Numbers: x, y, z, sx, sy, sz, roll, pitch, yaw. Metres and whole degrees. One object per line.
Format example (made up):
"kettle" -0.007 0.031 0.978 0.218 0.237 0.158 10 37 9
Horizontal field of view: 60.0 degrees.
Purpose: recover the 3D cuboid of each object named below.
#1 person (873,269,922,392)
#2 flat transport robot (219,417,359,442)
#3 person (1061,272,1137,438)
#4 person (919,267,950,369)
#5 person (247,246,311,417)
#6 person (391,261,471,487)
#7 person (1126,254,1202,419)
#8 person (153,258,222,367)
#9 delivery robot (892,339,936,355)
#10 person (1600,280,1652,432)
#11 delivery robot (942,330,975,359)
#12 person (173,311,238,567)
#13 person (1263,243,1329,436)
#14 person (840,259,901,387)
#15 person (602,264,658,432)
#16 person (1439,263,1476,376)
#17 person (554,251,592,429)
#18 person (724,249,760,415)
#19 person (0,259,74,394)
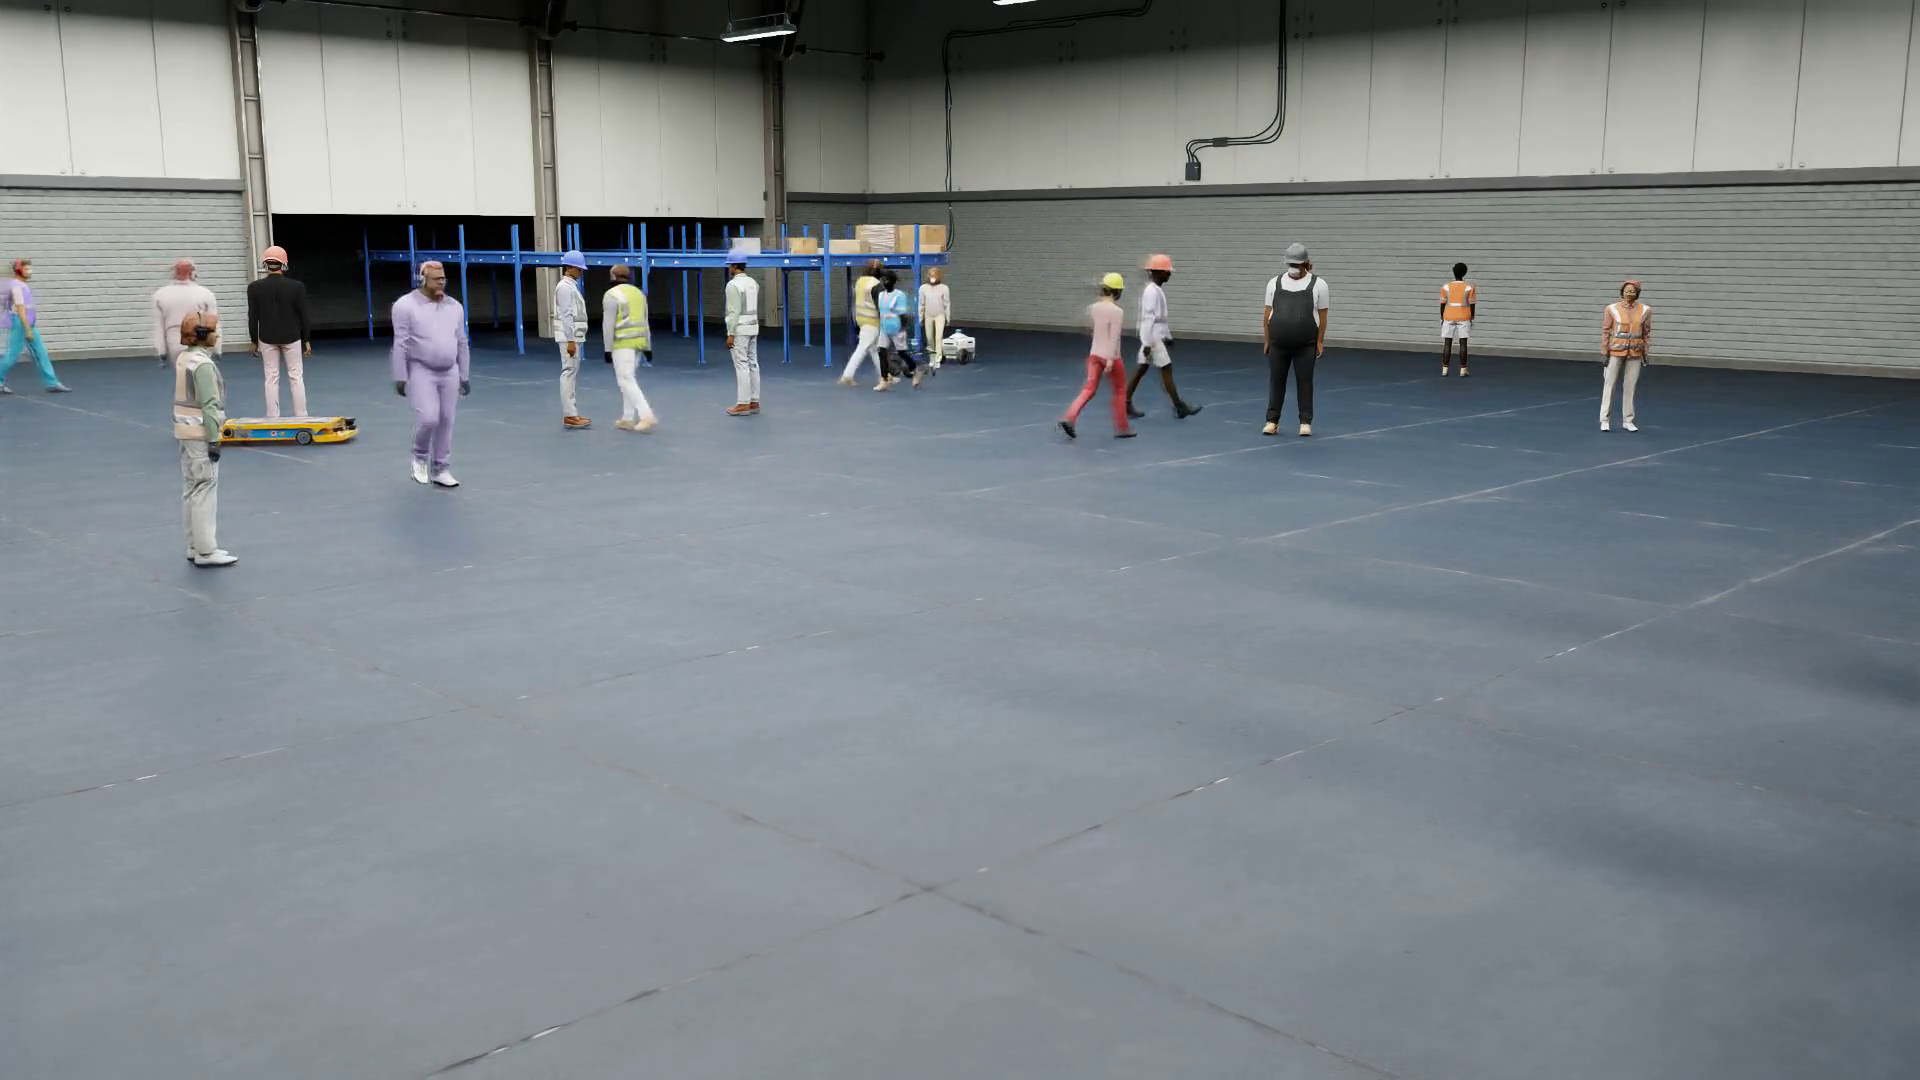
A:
"person" -0.867 -2.893 22.843 0.529 1.671 0.783 10 14 42
"flat transport robot" -7.038 -1.142 17.199 1.431 0.197 0.652 -1 10 -7
"person" 1.468 -1.919 17.329 0.849 1.733 0.518 -8 13 -36
"person" -0.398 -3.574 26.728 0.511 1.613 0.693 2 11 10
"person" -7.318 -2.159 17.925 0.619 1.992 0.396 -3 11 -14
"person" -4.395 -1.384 13.947 0.432 1.894 0.654 9 14 41
"person" 2.296 -2.342 19.226 0.986 1.886 0.561 1 10 6
"person" -8.150 -2.024 17.558 0.660 1.881 0.846 0 10 -2
"delivery robot" -0.690 -2.932 25.224 0.698 0.223 0.335 -8 13 -37
"person" 7.194 -1.991 17.987 0.514 1.636 0.315 1 10 3
"delivery robot" -0.030 -3.266 27.750 0.477 0.478 0.707 5 12 25
"person" -4.875 -0.651 10.704 0.320 1.628 0.508 -8 13 -38
"person" 3.541 -2.113 17.664 0.675 2.000 0.536 4 11 20
"person" -1.281 -3.041 23.330 0.969 1.790 0.639 -6 12 -29
"person" -3.554 -2.095 18.133 0.711 1.806 0.648 5 11 24
"person" 7.501 -3.323 25.087 0.541 1.695 0.315 5 11 24
"person" -4.296 -2.225 18.444 0.402 1.938 0.602 -1 10 -8
"person" -2.597 -2.467 19.730 0.406 1.947 0.607 4 11 21
"person" -12.581 -2.859 22.314 0.991 1.805 0.584 -3 11 -15
